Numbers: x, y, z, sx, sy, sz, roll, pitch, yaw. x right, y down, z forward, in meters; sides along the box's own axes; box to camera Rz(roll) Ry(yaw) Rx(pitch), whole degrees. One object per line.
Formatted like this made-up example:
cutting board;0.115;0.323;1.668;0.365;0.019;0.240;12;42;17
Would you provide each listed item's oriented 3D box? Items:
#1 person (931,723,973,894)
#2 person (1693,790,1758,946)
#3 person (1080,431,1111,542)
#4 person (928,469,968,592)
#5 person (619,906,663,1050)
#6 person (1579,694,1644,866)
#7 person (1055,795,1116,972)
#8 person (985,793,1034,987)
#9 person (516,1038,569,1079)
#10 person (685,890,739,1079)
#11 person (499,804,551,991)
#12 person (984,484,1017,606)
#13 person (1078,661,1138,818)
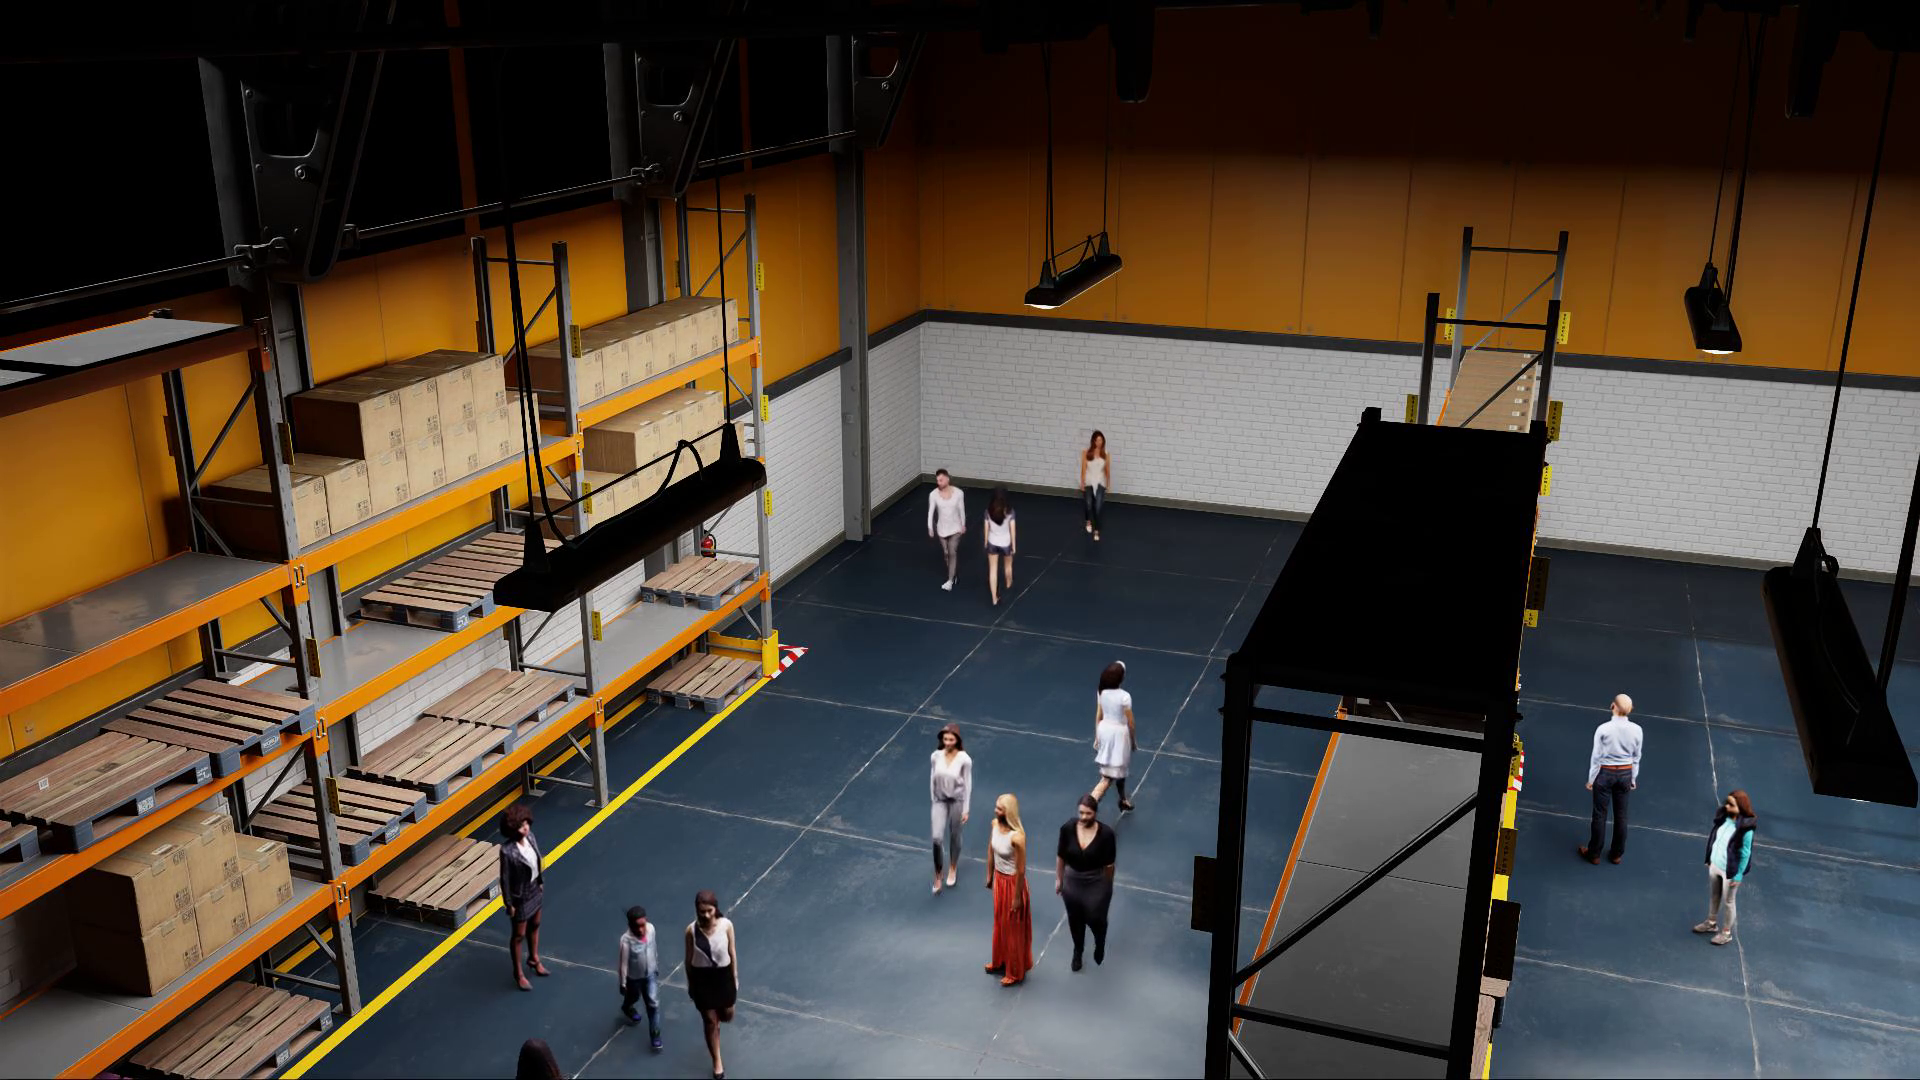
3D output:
person;-0.058;2.526;15.969;0.608;1.749;0.686;5;19;13
person;6.976;2.947;15.107;0.748;1.500;0.680;-6;20;-18
person;2.096;-0.873;26.042;0.769;1.761;0.858;-2;19;-7
person;-0.121;-0.185;23.961;0.816;1.786;1.063;0;19;1
person;-2.668;3.544;13.763;0.890;1.228;0.896;-13;23;-34
person;6.438;2.357;16.404;0.708;1.791;0.682;0;19;1
person;1.124;2.980;14.627;0.662;1.745;0.646;7;20;20
person;0.431;3.012;14.443;0.777;1.802;0.734;-11;21;-29
person;-2.751;4.180;11.123;0.982;1.707;1.148;-5;19;-14
person;-1.979;3.495;13.269;0.800;1.635;0.894;-5;19;-14
person;-3.791;3.069;14.435;0.688;1.699;0.486;8;20;23
person;0.536;0.102;23.313;0.805;1.656;1.173;2;19;7
person;1.526;2.159;17.019;1.297;1.773;1.023;-16;25;-40
